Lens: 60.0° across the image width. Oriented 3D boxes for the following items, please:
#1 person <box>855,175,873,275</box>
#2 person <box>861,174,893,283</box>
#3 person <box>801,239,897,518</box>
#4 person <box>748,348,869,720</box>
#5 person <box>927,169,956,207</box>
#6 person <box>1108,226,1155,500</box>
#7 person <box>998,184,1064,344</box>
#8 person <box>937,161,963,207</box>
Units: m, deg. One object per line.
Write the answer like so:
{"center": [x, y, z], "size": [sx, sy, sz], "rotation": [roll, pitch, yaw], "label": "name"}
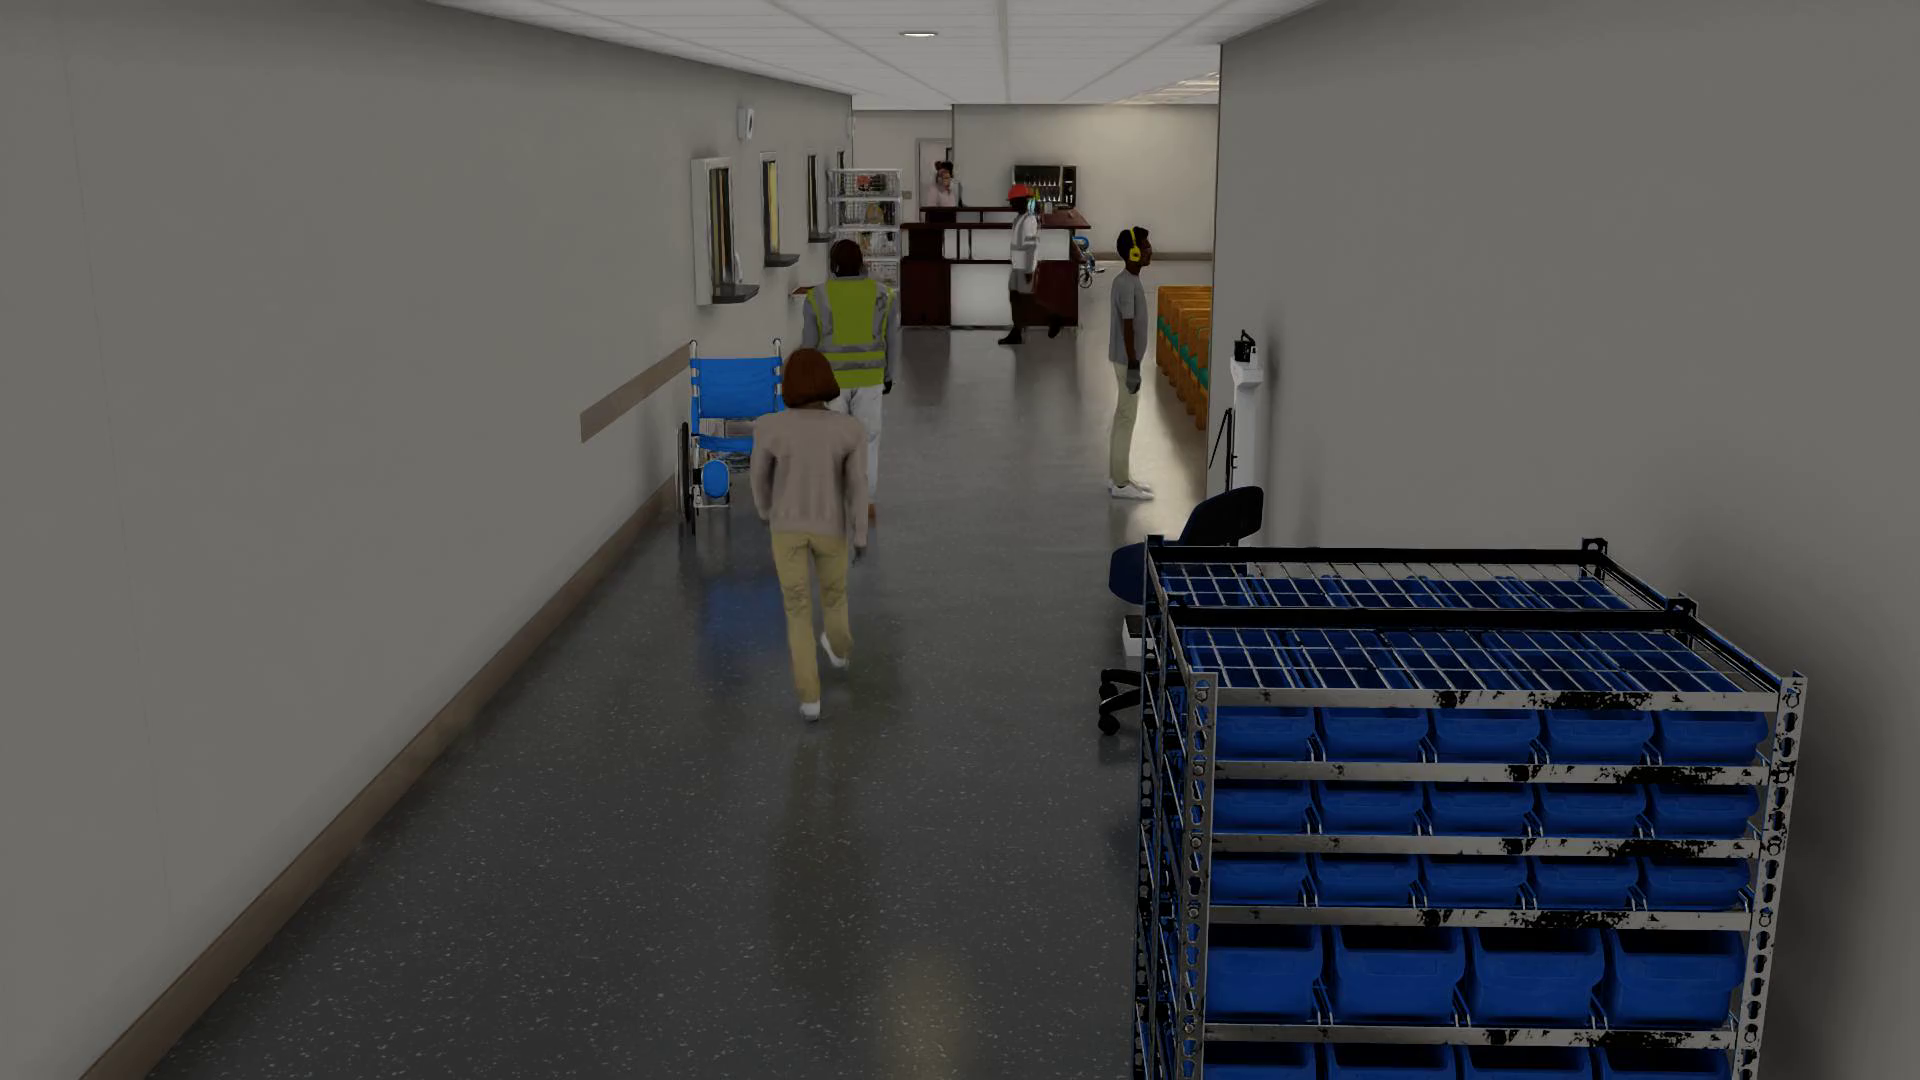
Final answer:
{"center": [-1.692, -5.572, 29.447], "size": [0.333, 1.745, 0.559], "rotation": [-6, 15, -24], "label": "person"}
{"center": [-1.439, -5.110, 27.433], "size": [0.775, 1.810, 0.637], "rotation": [-4, 14, -15], "label": "person"}
{"center": [-0.723, -1.040, 10.875], "size": [0.637, 1.840, 0.442], "rotation": [-3, 14, -11], "label": "person"}
{"center": [-0.678, -0.065, 7.387], "size": [0.510, 1.591, 0.827], "rotation": [-3, 14, -10], "label": "person"}
{"center": [-0.241, -4.993, 26.789], "size": [0.401, 1.906, 0.685], "rotation": [9, 16, 32], "label": "person"}
{"center": [1.194, -1.222, 11.532], "size": [0.328, 1.877, 0.513], "rotation": [0, 14, 1], "label": "person"}
{"center": [0.826, -3.284, 19.850], "size": [0.704, 1.908, 0.558], "rotation": [-4, 14, -15], "label": "person"}
{"center": [-0.301, -6.234, 31.743], "size": [0.731, 1.942, 0.610], "rotation": [13, 19, 43], "label": "person"}
